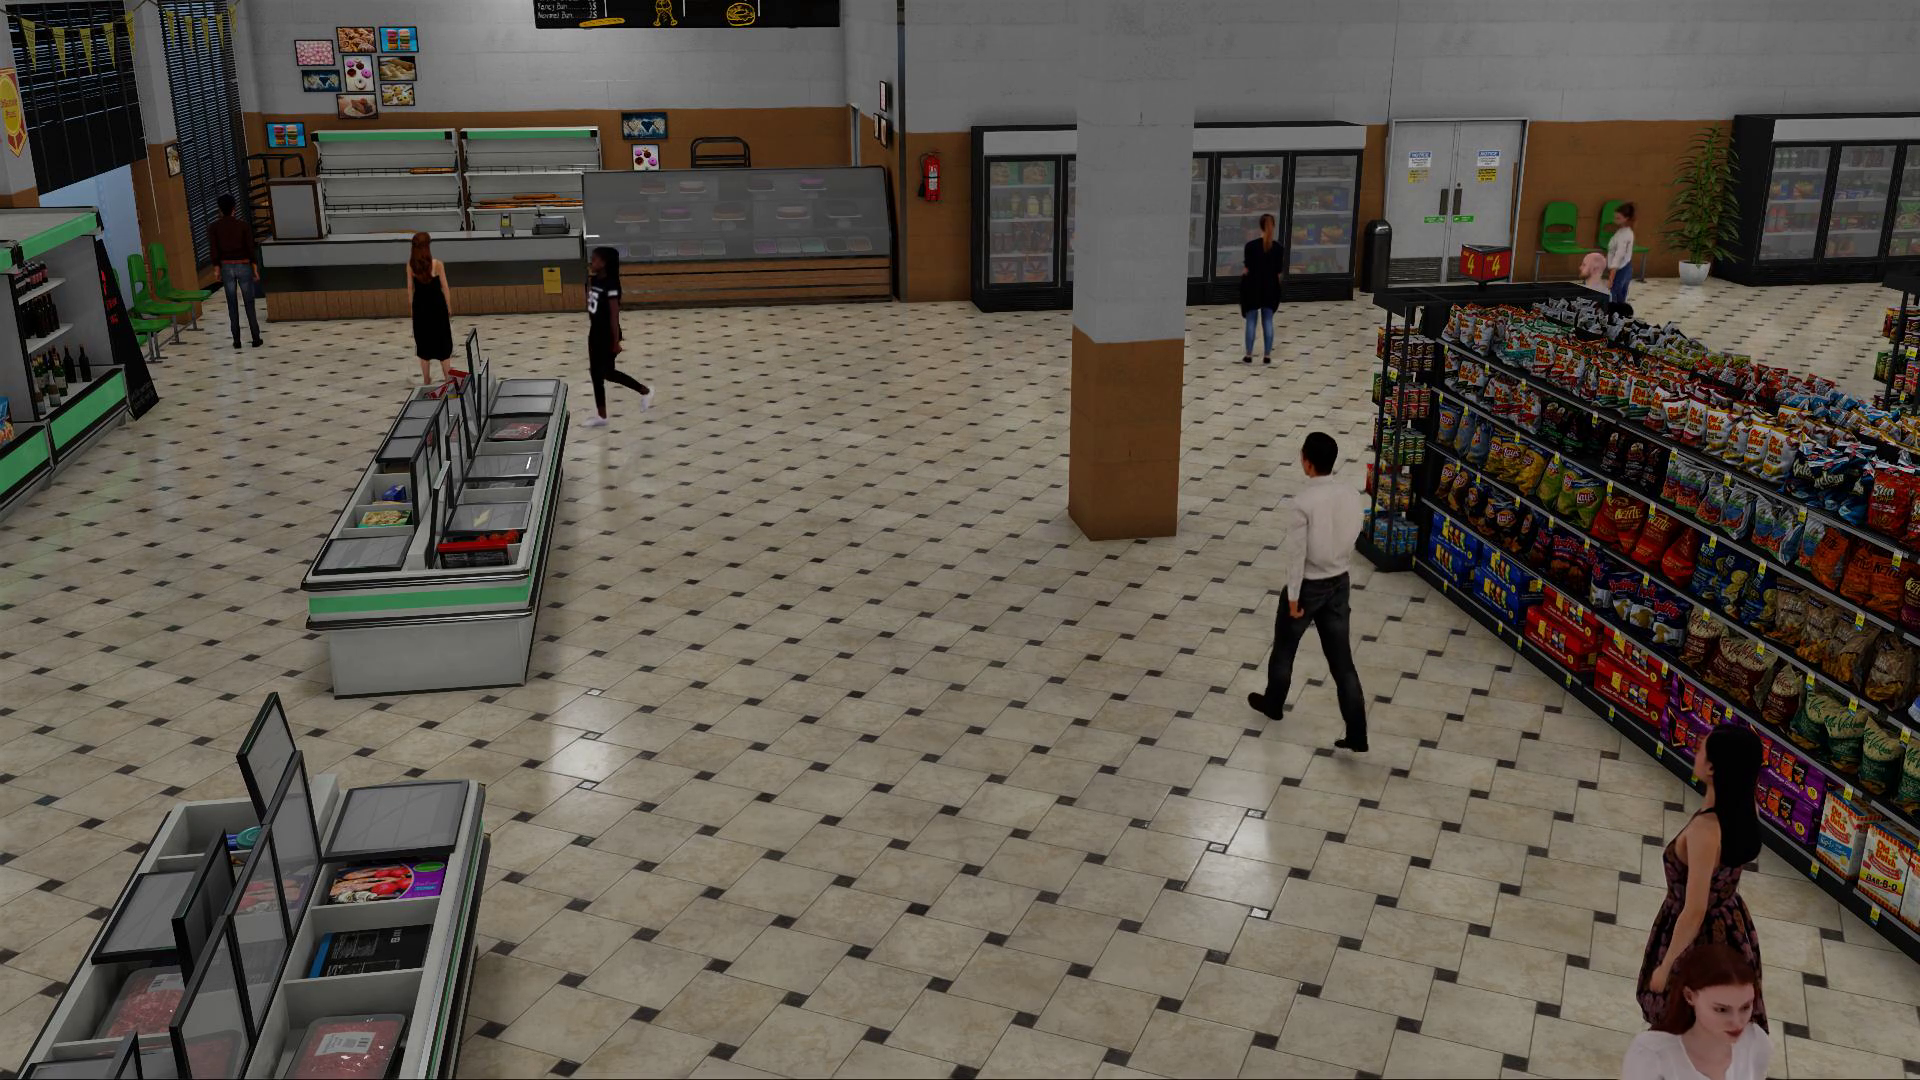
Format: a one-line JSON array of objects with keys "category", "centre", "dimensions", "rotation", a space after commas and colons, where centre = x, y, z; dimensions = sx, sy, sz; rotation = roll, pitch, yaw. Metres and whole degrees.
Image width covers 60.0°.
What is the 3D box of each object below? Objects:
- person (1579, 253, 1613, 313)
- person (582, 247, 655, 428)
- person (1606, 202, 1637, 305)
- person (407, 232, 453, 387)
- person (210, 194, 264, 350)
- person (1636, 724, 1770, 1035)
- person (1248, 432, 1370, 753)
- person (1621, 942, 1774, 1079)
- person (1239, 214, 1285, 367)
[{"category": "person", "centre": [5.721, -1.655, 14.940], "dimensions": [0.860, 1.824, 0.715], "rotation": [4, 19, 11]}, {"category": "person", "centre": [-3.340, -1.944, 15.975], "dimensions": [0.942, 1.712, 1.009], "rotation": [-13, 23, -35]}, {"category": "person", "centre": [7.717, -3.070, 19.314], "dimensions": [0.894, 1.712, 0.806], "rotation": [16, 24, 39]}, {"category": "person", "centre": [-5.618, -2.444, 17.594], "dimensions": [0.579, 1.624, 0.566], "rotation": [-2, 19, -6]}, {"category": "person", "centre": [-8.438, -3.134, 19.395], "dimensions": [0.677, 1.782, 0.575], "rotation": [-6, 20, -18]}, {"category": "person", "centre": [2.572, 1.451, 5.808], "dimensions": [0.800, 1.774, 0.844], "rotation": [-17, 25, -41]}, {"category": "person", "centre": [2.040, 0.328, 9.151], "dimensions": [0.856, 1.766, 1.247], "rotation": [-8, 20, -22]}, {"category": "person", "centre": [1.978, 1.859, 4.630], "dimensions": [0.635, 1.753, 0.659], "rotation": [-7, 20, -19]}, {"category": "person", "centre": [3.355, -2.781, 18.502], "dimensions": [0.675, 1.683, 0.623], "rotation": [0, 19, 1]}]
